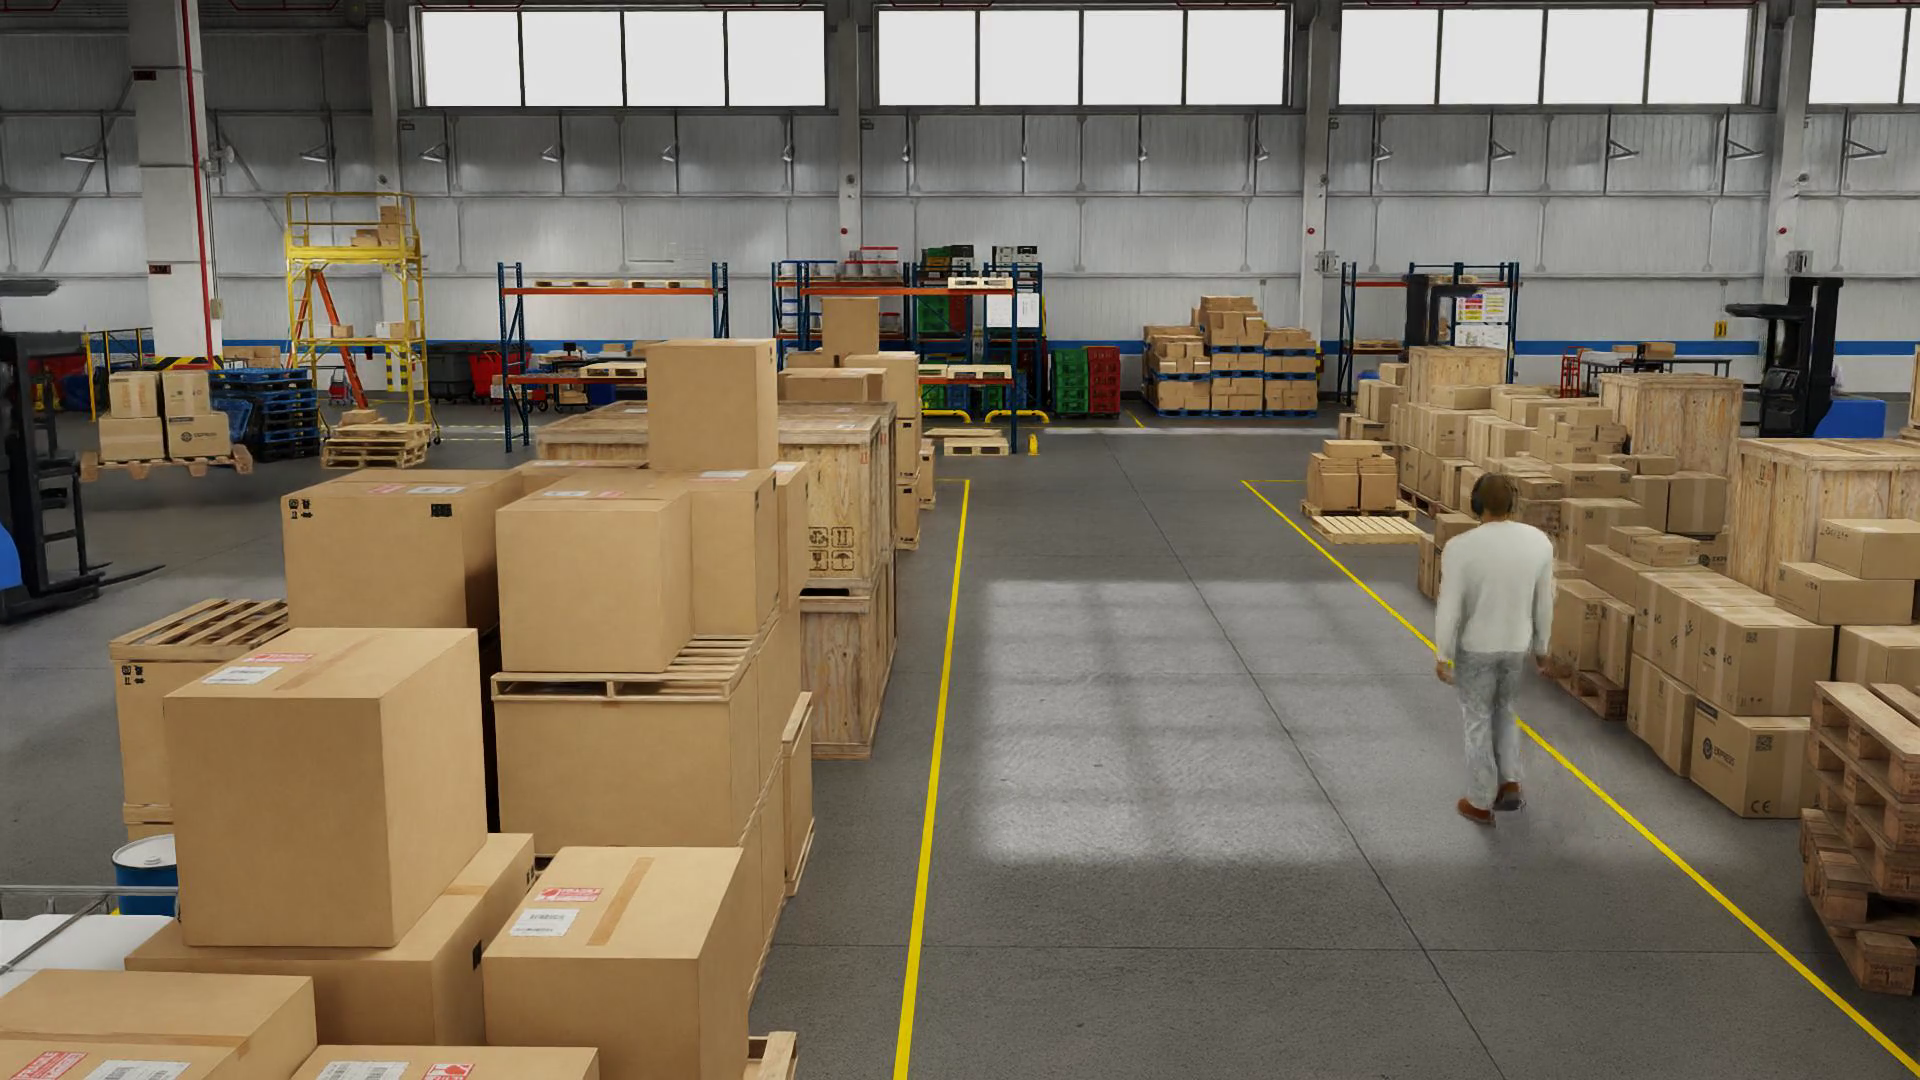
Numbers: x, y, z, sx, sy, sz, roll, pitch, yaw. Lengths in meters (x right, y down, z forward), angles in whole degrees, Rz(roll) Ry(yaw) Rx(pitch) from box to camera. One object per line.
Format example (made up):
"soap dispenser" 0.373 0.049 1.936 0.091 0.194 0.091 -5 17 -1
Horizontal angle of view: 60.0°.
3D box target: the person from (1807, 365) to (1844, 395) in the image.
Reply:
"person" 12.594 -1.965 24.391 0.563 1.884 0.992 3 10 20

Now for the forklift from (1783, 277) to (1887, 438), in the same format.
"forklift" 12.204 -2.384 23.915 1.873 2.768 1.129 0 9 0

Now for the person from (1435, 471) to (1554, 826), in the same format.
"person" 2.854 0.584 8.989 0.656 1.922 0.433 -2 10 -12

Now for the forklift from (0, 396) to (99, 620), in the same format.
"forklift" -8.459 -0.710 13.886 1.129 2.768 1.873 2 10 13

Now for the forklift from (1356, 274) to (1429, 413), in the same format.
"forklift" 8.027 -3.303 29.419 1.873 2.768 1.129 3 10 19

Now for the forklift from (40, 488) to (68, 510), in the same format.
"forklift" -12.009 -1.756 20.152 1.873 2.768 1.129 -5 11 -26
